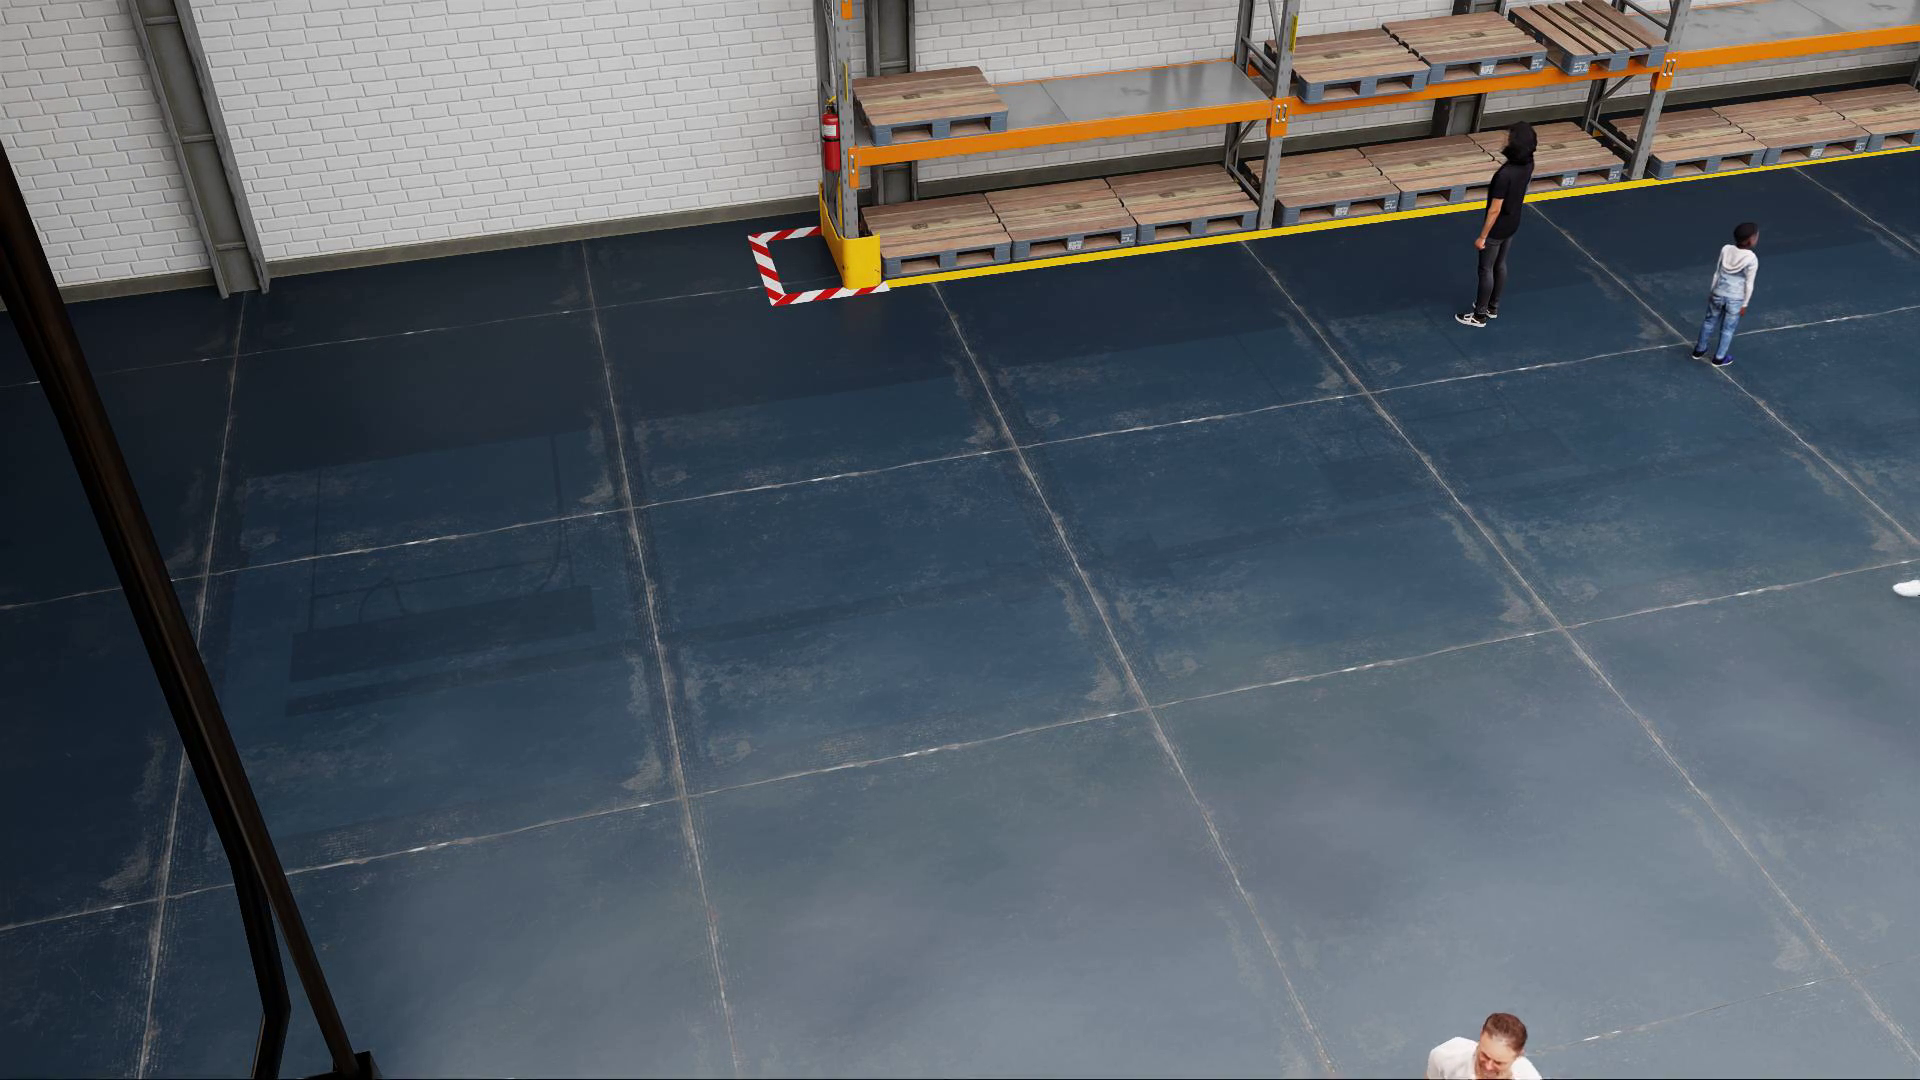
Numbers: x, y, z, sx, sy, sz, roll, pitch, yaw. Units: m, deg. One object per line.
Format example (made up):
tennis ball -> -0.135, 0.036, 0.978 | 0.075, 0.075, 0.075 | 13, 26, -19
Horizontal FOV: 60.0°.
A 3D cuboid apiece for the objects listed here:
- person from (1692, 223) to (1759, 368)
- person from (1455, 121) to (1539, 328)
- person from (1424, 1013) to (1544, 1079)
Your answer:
person -> 6.298, -2.017, 13.629 | 0.588, 1.260, 0.553 | -27, 46, -30
person -> 4.545, -2.657, 13.968 | 0.636, 1.838, 0.769 | -30, 47, -32
person -> 2.303, 2.601, 7.396 | 1.101, 1.823, 1.164 | 19, 42, 22
